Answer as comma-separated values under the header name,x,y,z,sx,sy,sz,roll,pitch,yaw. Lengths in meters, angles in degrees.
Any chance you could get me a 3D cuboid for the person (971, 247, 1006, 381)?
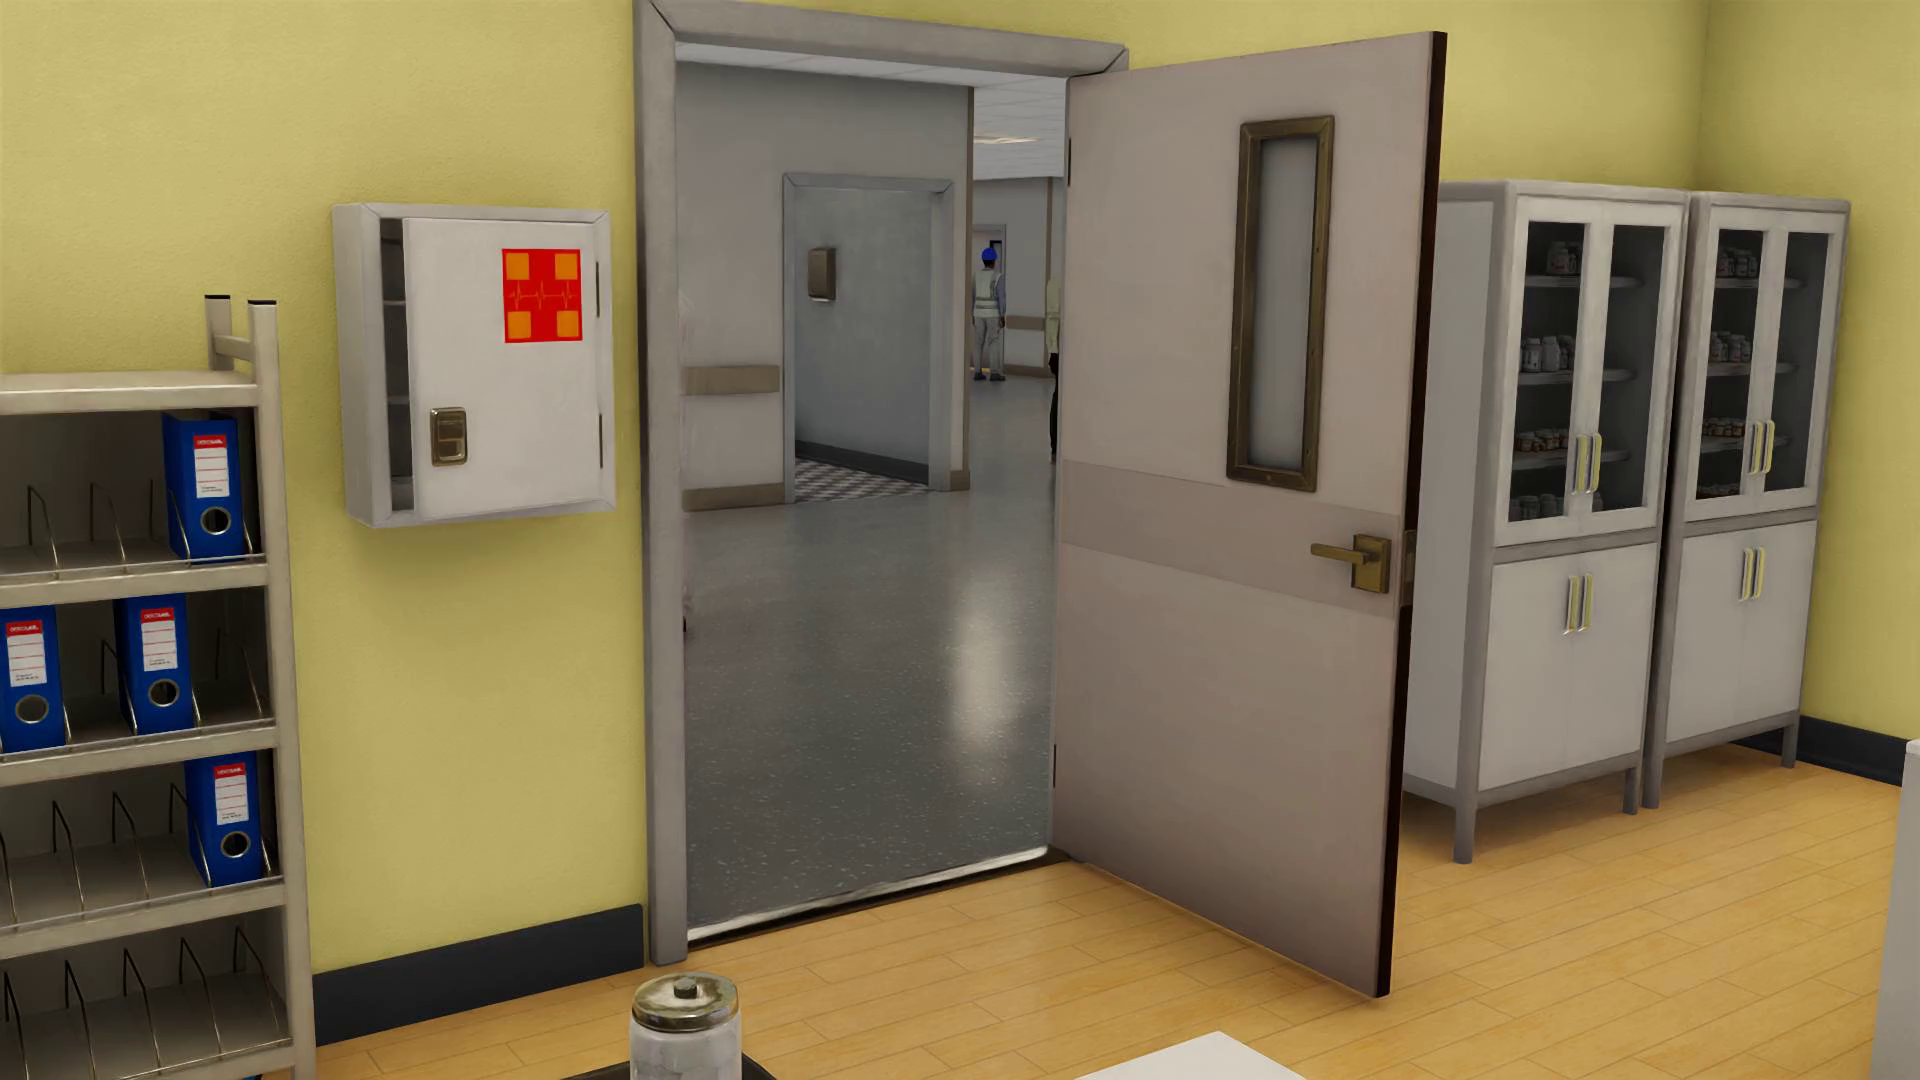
name,x,y,z,sx,sy,sz,roll,pitch,yaw
person,0.414,-3.310,24.440,0.607,1.951,0.381,7,11,33
